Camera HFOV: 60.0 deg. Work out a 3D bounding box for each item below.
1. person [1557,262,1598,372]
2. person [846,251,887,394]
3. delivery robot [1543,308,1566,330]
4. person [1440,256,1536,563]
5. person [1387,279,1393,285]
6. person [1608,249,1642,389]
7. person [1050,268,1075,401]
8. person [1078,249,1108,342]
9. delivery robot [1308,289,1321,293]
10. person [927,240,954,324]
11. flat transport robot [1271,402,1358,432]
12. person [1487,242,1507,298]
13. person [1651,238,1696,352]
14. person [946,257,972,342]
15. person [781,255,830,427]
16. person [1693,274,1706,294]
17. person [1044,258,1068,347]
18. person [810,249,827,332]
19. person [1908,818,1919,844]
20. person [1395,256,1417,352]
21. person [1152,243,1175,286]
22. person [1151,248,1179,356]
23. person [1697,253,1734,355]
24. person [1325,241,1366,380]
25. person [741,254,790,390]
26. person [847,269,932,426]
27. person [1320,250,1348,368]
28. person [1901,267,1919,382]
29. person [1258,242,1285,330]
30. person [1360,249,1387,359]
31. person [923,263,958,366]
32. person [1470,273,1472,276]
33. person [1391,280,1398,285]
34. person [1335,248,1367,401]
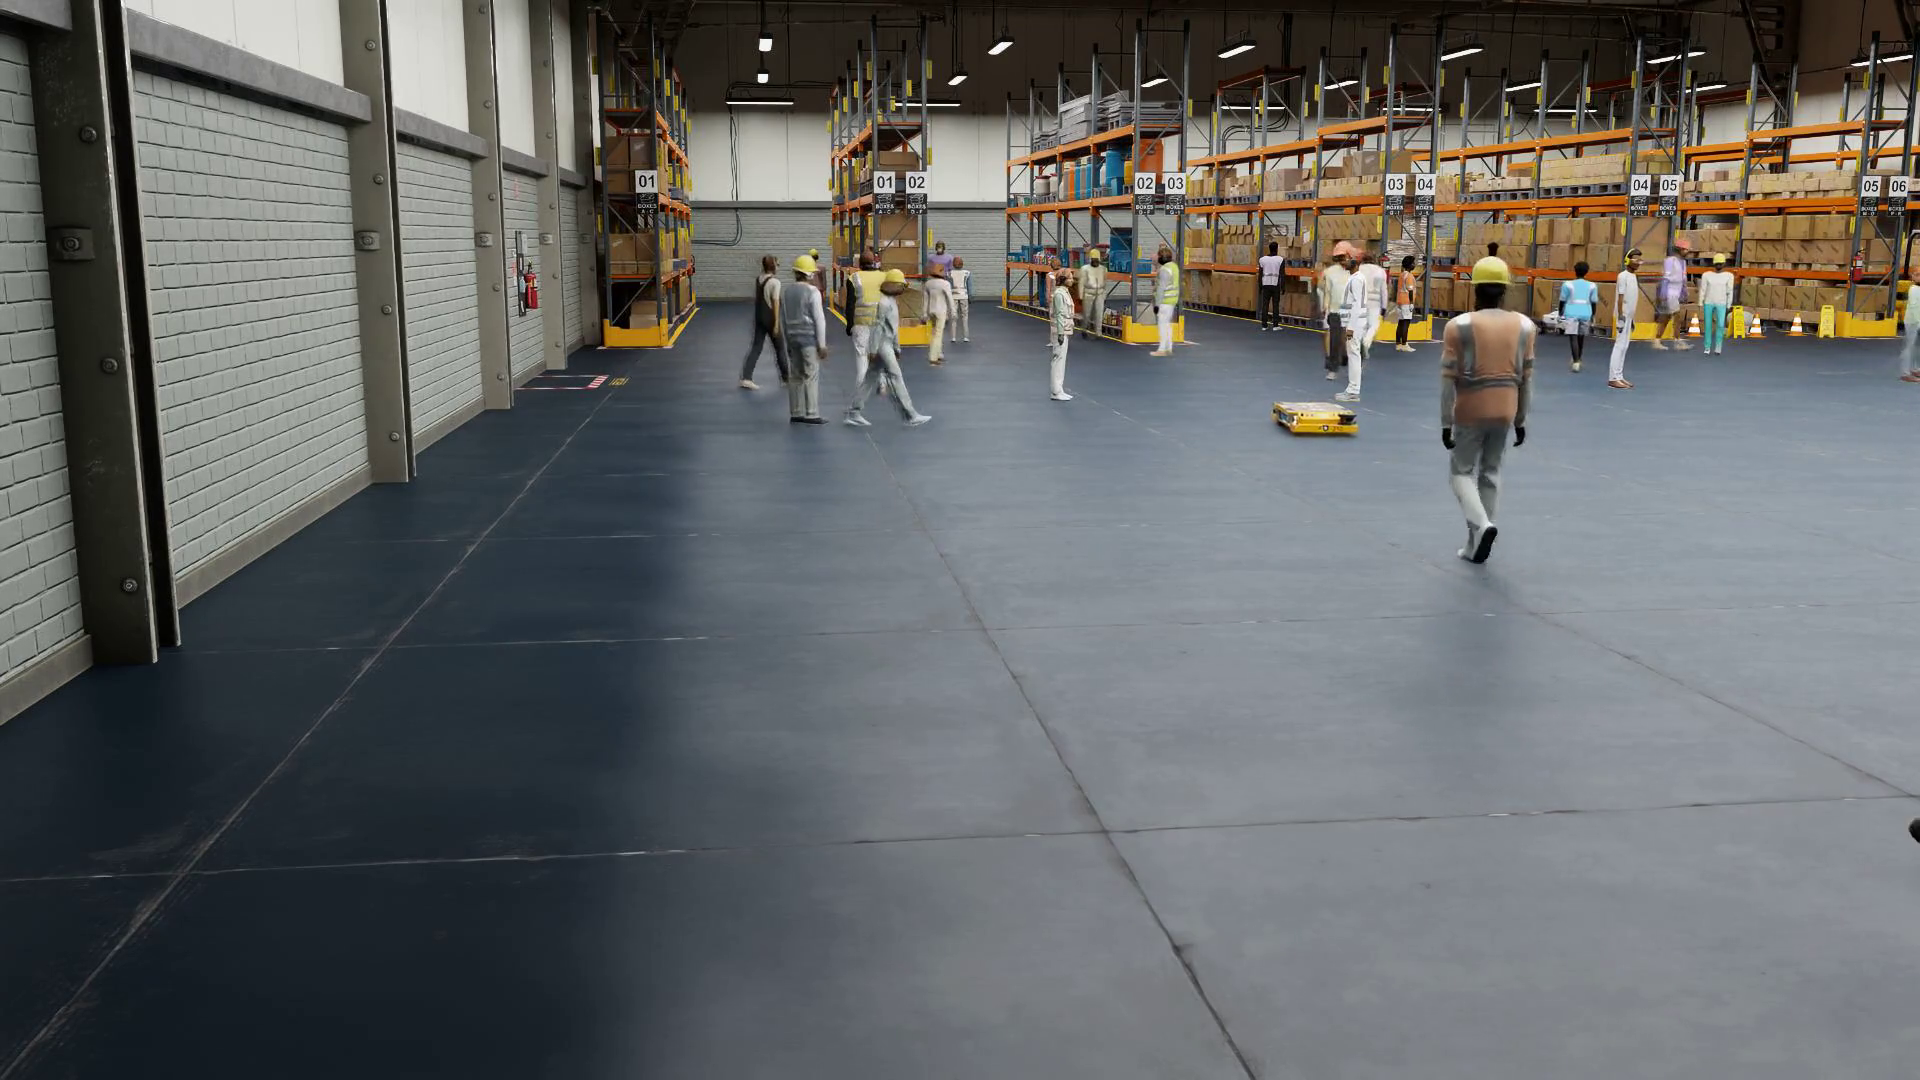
[{"bbox_3d":[9.335,-3.371,25.142,0.539,1.651,0.863,0,10,2],"label":"person"},{"bbox_3d":[-1.186,-2.797,21.480,0.634,1.839,0.429,-4,11,-22],"label":"person"},{"bbox_3d":[12.318,-4.537,34.284,0.477,0.478,0.707,-1,10,-7],"label":"delivery robot"},{"bbox_3d":[3.219,-0.767,10.160,0.592,1.910,0.611,-1,10,-5],"label":"person"},{"bbox_3d":[12.393,-7.707,48.353,0.509,1.860,0.334,-4,11,-22],"label":"person"},{"bbox_3d":[8.976,-2.972,22.389,0.327,1.859,0.514,8,13,38],"label":"person"},{"bbox_3d":[1.275,-2.558,20.720,0.311,1.638,0.521,2,11,11],"label":"person"},{"bbox_3d":[2.586,-4.790,32.542,0.603,1.799,0.839,-2,10,-10],"label":"person"},{"bbox_3d":[10.510,-7.256,49.191,0.707,0.478,0.477,-5,11,-25],"label":"delivery robot"},{"bbox_3d":[-0.450,-5.981,38.663,0.635,1.937,0.352,1,10,6],"label":"person"},{"bbox_3d":[3.746,-1.314,17.651,0.652,0.197,1.431,0,10,1],"label":"flat transport robot"},{"bbox_3d":[11.493,-5.458,35.891,0.612,1.915,1.006,-1,10,-5],"label":"person"},{"bbox_3d":[12.716,-4.315,29.364,0.632,1.995,0.957,-10,14,-43],"label":"person"},{"bbox_3d":[-0.028,-4.642,32.132,0.513,1.643,0.309,0,10,-3],"label":"person"},{"bbox_3d":[-1.650,-2.134,17.864,0.599,1.830,0.404,9,14,41],"label":"person"},{"bbox_3d":[19.392,-6.875,43.401,0.622,1.997,0.371,-3,11,-17],"label":"person"},{"bbox_3d":[1.786,-4.384,30.733,0.515,1.638,0.315,-6,12,-30],"label":"person"},{"bbox_3d":[-3.102,-5.309,35.464,0.536,1.765,0.331,1,10,3],"label":"person"},{"bbox_3d":[3.585,0.181,5.052,1.010,1.879,0.566,7,13,34],"label":"person"},{"bbox_3d":[7.891,-4.167,29.384,0.317,1.696,0.539,-1,10,-6],"label":"person"},{"bbox_3d":[5.351,-6.877,43.827,0.655,1.848,1.008,0,10,-2],"label":"person"},{"bbox_3d":[3.499,-4.051,28.356,0.429,1.842,0.633,5,11,25],"label":"person"},{"bbox_3d":[13.009,-4.052,28.661,0.541,1.735,0.842,5,11,25],"label":"person"},{"bbox_3d":[5.517,-3.287,23.797,0.614,1.973,0.835,6,12,30],"label":"person"},{"bbox_3d":[-2.571,-2.898,22.162,0.535,1.805,0.958,8,13,38],"label":"person"},{"bbox_3d":[-0.787,-2.052,17.803,0.944,1.676,0.495,1,10,5],"label":"person"},{"bbox_3d":[5.880,-3.621,25.880,0.569,1.879,1.010,5,12,28],"label":"person"},{"bbox_3d":[13.421,-3.007,23.246,0.498,1.620,0.405,-8,13,-37],"label":"person"},{"bbox_3d":[6.786,-5.523,36.206,0.598,1.917,0.375,6,12,30],"label":"person"},{"bbox_3d":[6.717,-3.880,27.454,0.640,1.824,0.670,5,12,27],"label":"person"},{"bbox_3d":[-0.280,-3.577,26.399,0.508,1.609,0.695,9,14,41],"label":"person"},{"bbox_3d":[14.516,-7.402,46.822,0.525,1.798,0.606,3,11,17],"label":"person"},{"bbox_3d":[13.326,-8.317,51.188,0.794,2.000,0.682,1,10,4],"label":"person"},{"bbox_3d":[4.850,-2.653,20.574,0.356,1.883,0.572,2,11,13],"label":"person"}]
